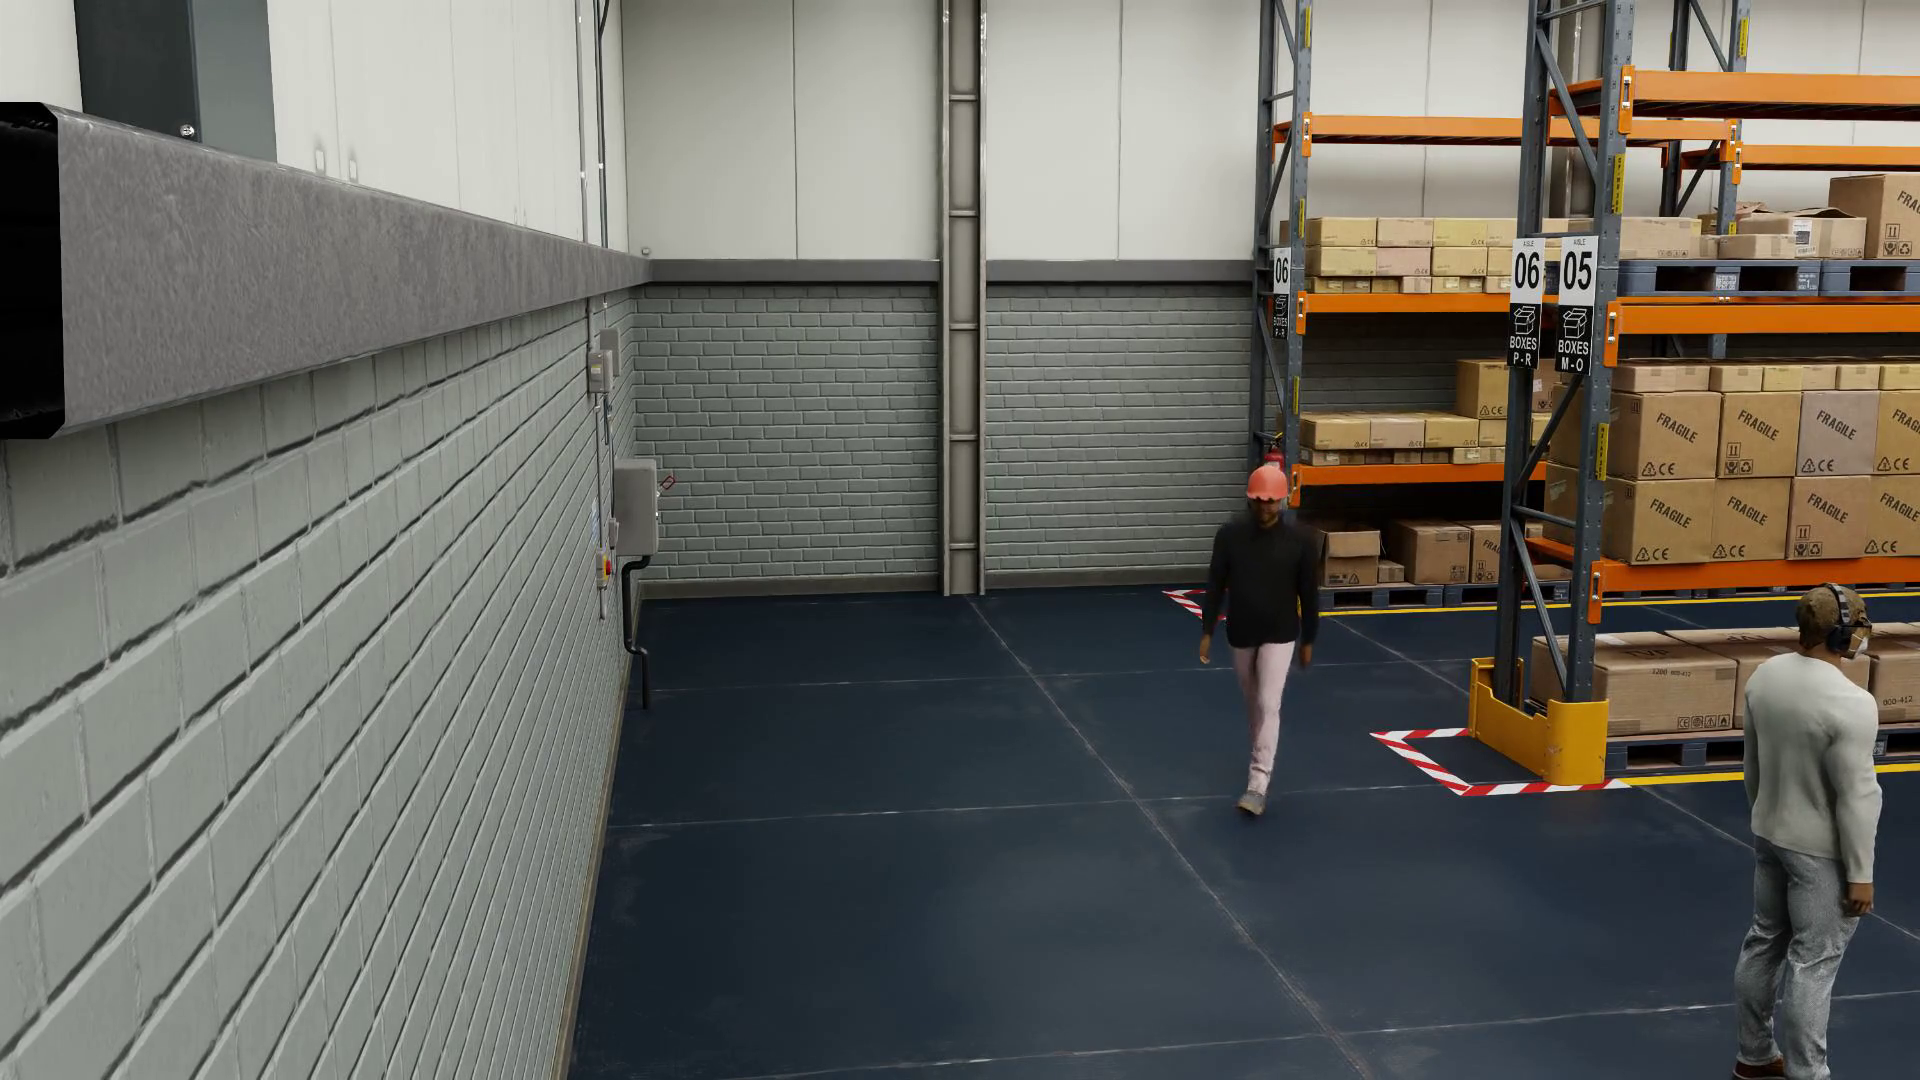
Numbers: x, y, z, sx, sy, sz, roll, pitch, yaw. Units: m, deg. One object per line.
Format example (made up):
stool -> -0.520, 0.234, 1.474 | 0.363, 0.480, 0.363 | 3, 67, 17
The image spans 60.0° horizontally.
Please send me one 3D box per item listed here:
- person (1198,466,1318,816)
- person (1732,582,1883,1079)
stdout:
person -> 1.707, 0.539, 9.511 | 0.615, 1.942, 1.043 | 5, 10, 28
person -> 3.056, 1.107, 5.984 | 0.372, 1.940, 0.631 | -2, 9, -9
